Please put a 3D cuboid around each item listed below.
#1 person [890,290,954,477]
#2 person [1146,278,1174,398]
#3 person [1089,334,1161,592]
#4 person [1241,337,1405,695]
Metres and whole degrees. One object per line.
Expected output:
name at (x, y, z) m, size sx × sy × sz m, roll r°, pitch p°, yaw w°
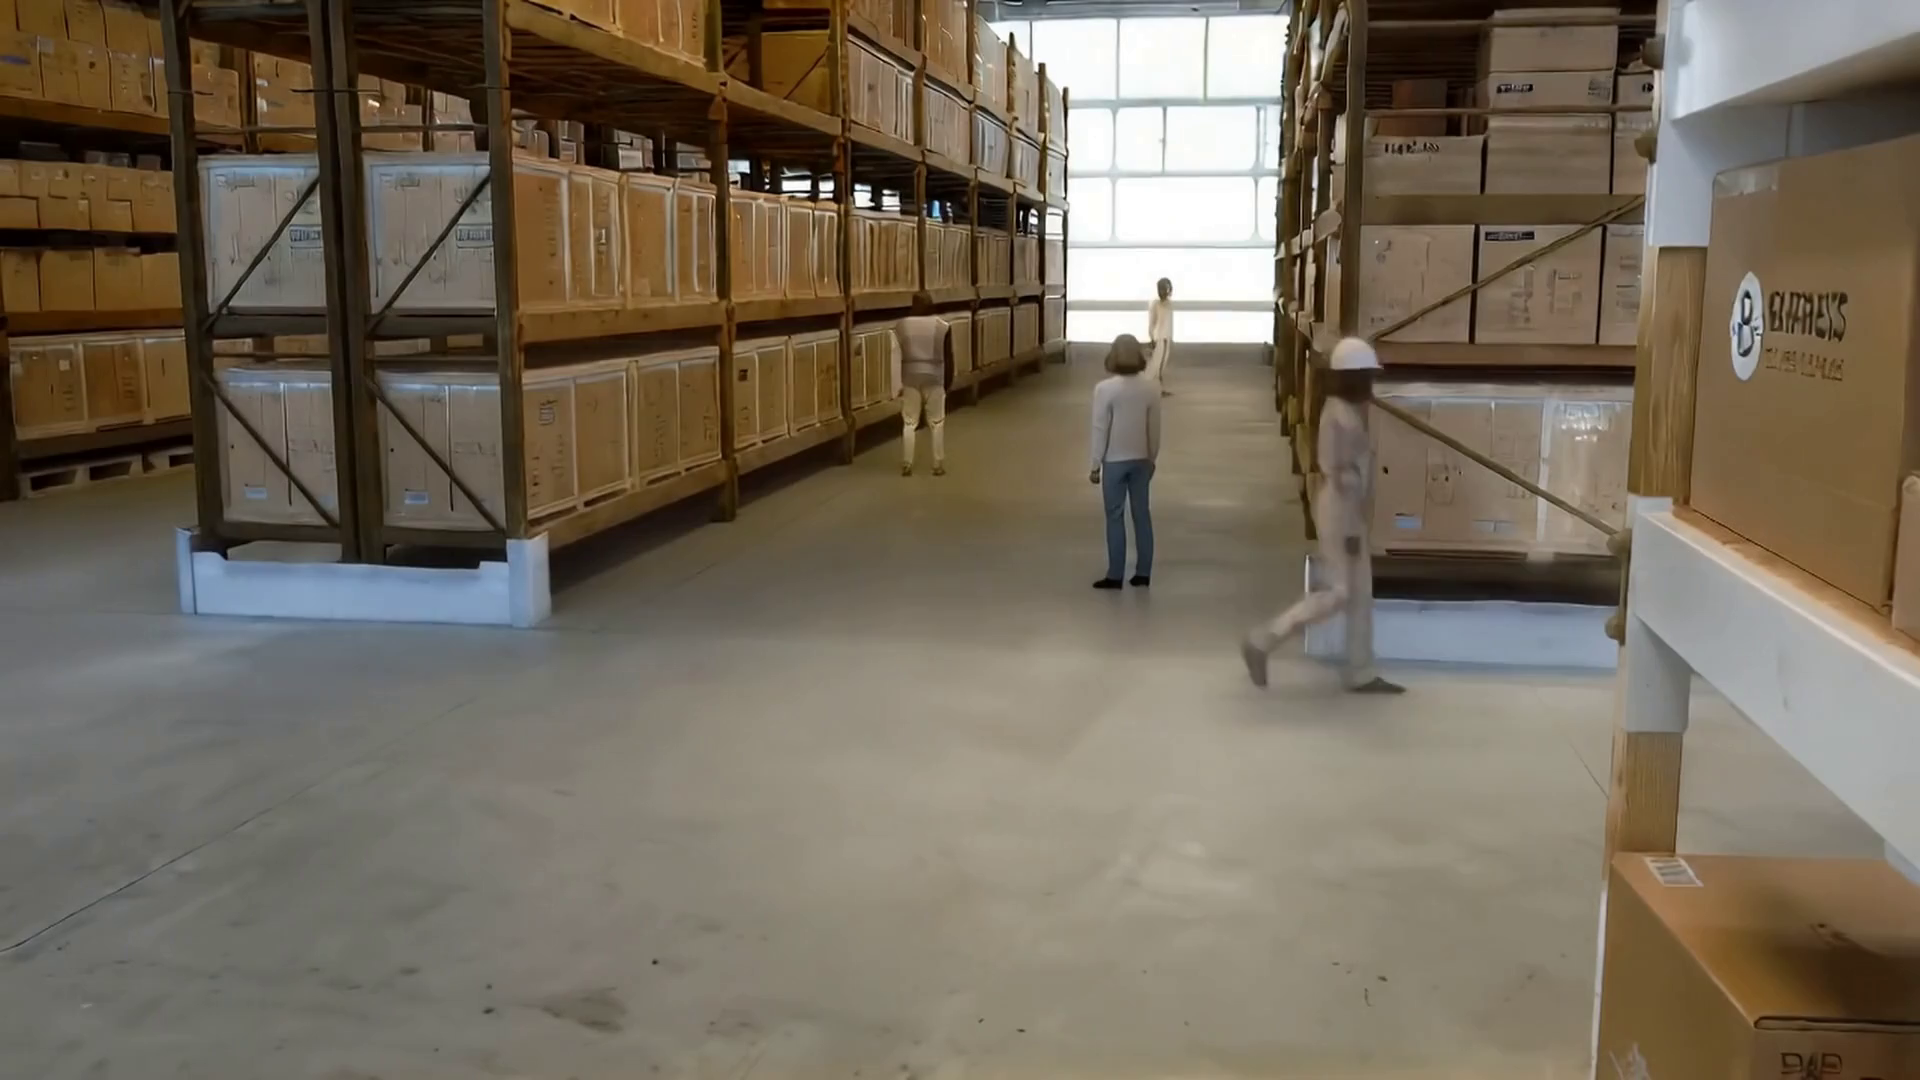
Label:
person at (-0.372, -1.541, 16.464) m, size 0.635 × 1.840 × 0.429 m, roll 0°, pitch 9°, yaw 2°
person at (3.243, -3.262, 26.879) m, size 0.369 × 1.930 × 0.627 m, roll 7°, pitch 12°, yaw 39°
person at (1.047, -0.486, 10.555) m, size 0.507 × 1.632 × 0.275 m, roll -5°, pitch 11°, yaw -30°
person at (1.749, -0.101, 7.883) m, size 0.715 × 1.722 × 0.491 m, roll 2°, pitch 9°, yaw 11°
